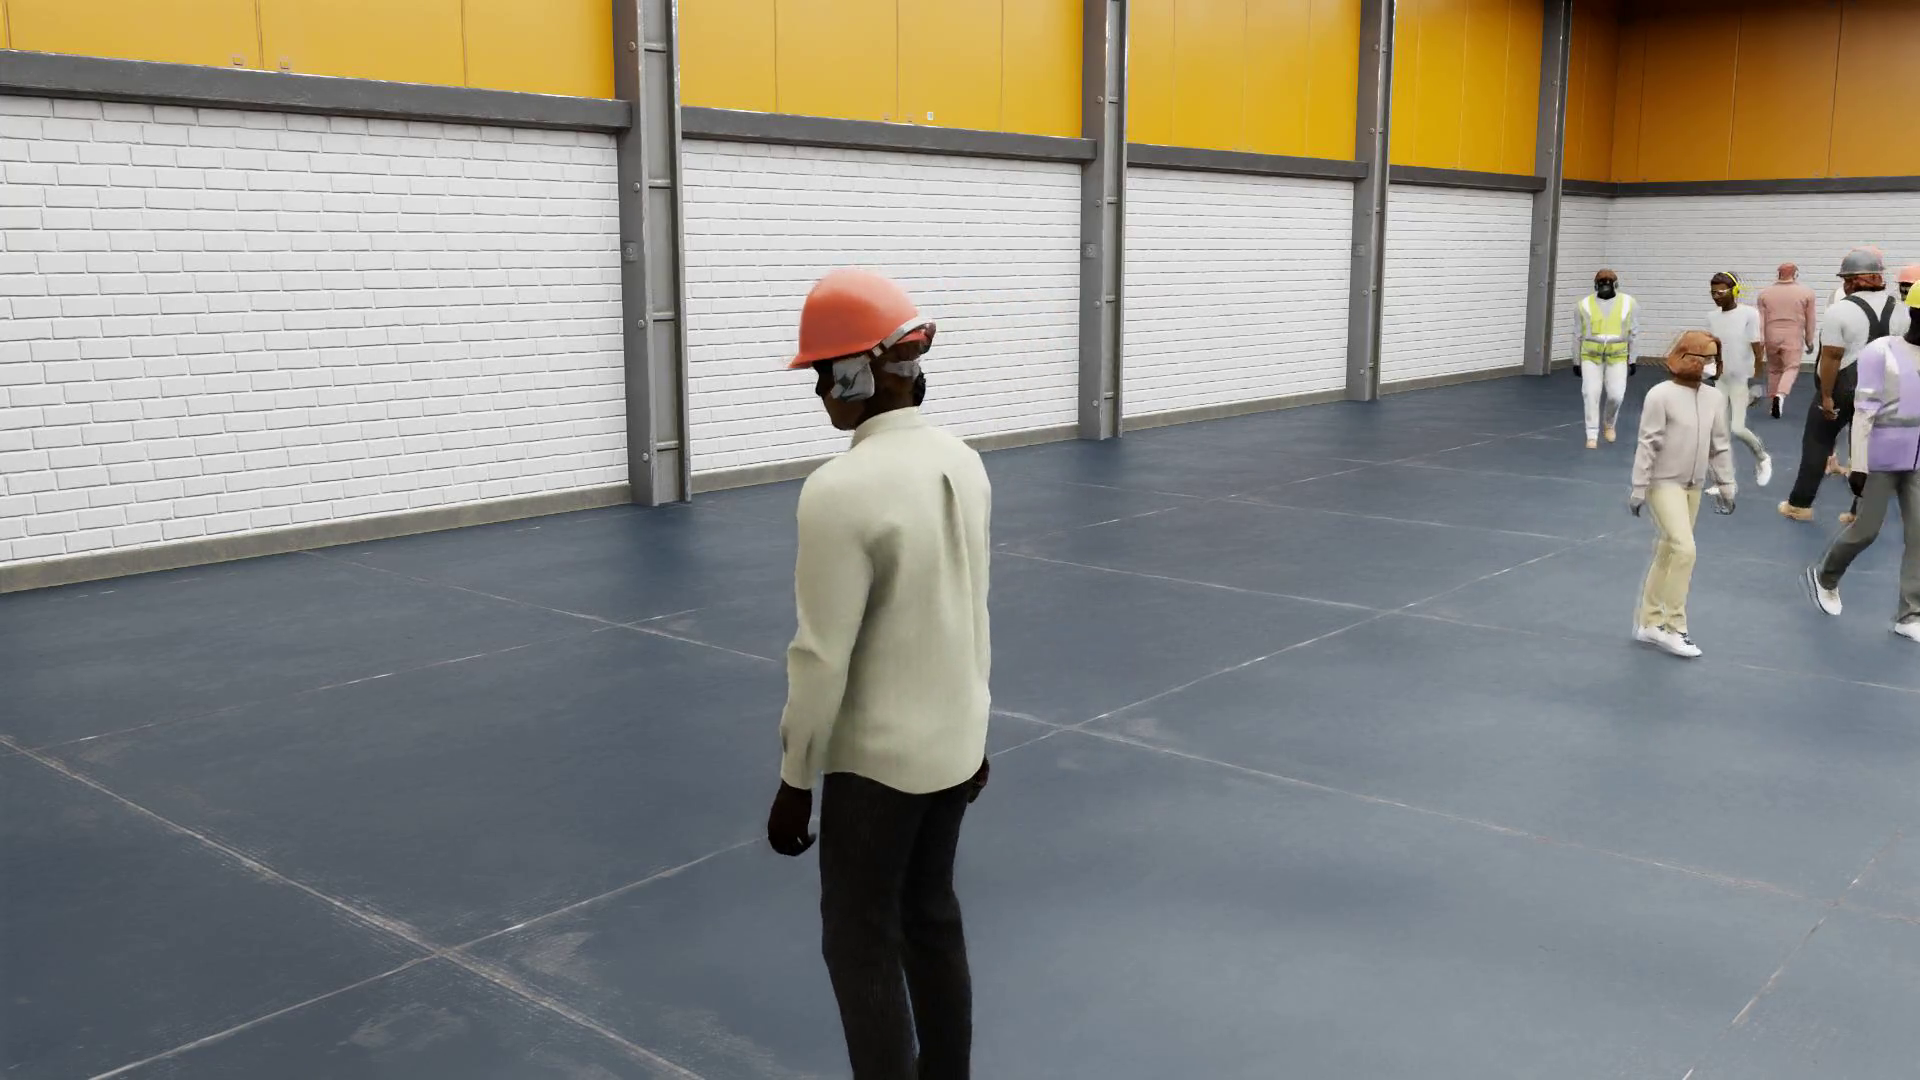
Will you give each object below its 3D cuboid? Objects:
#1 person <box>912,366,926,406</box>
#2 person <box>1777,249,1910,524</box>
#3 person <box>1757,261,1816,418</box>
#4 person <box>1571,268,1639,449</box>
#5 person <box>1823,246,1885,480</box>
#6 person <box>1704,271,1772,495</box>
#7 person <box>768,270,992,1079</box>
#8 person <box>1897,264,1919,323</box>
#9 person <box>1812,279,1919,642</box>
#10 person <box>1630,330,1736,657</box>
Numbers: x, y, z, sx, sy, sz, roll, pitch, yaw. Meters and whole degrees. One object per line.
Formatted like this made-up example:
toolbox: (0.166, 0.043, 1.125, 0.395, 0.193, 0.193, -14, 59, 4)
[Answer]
person: (-0.192, 0.218, 5.507, 0.321, 1.699, 0.536, 2, 10, 12)
person: (6.485, -1.132, 12.224, 0.693, 2.000, 0.783, -1, 10, -8)
person: (9.871, -2.402, 19.938, 0.641, 1.878, 0.836, 8, 13, 38)
person: (6.496, -1.825, 16.789, 0.643, 1.821, 0.450, 4, 11, 20)
person: (7.857, -1.545, 14.581, 0.377, 2.041, 0.607, -4, 11, -20)
person: (6.391, -1.286, 13.676, 0.613, 1.836, 0.567, -5, 11, -28)
person: (-0.142, 0.434, 3.498, 0.460, 1.974, 0.654, 6, 11, 30)
person: (7.813, -1.327, 13.783, 1.015, 1.875, 0.546, -9, 13, -41)
person: (4.913, -0.449, 8.779, 0.600, 1.895, 0.855, -1, 10, -7)
person: (3.649, -0.228, 8.270, 0.538, 1.608, 0.611, -5, 11, -27)
